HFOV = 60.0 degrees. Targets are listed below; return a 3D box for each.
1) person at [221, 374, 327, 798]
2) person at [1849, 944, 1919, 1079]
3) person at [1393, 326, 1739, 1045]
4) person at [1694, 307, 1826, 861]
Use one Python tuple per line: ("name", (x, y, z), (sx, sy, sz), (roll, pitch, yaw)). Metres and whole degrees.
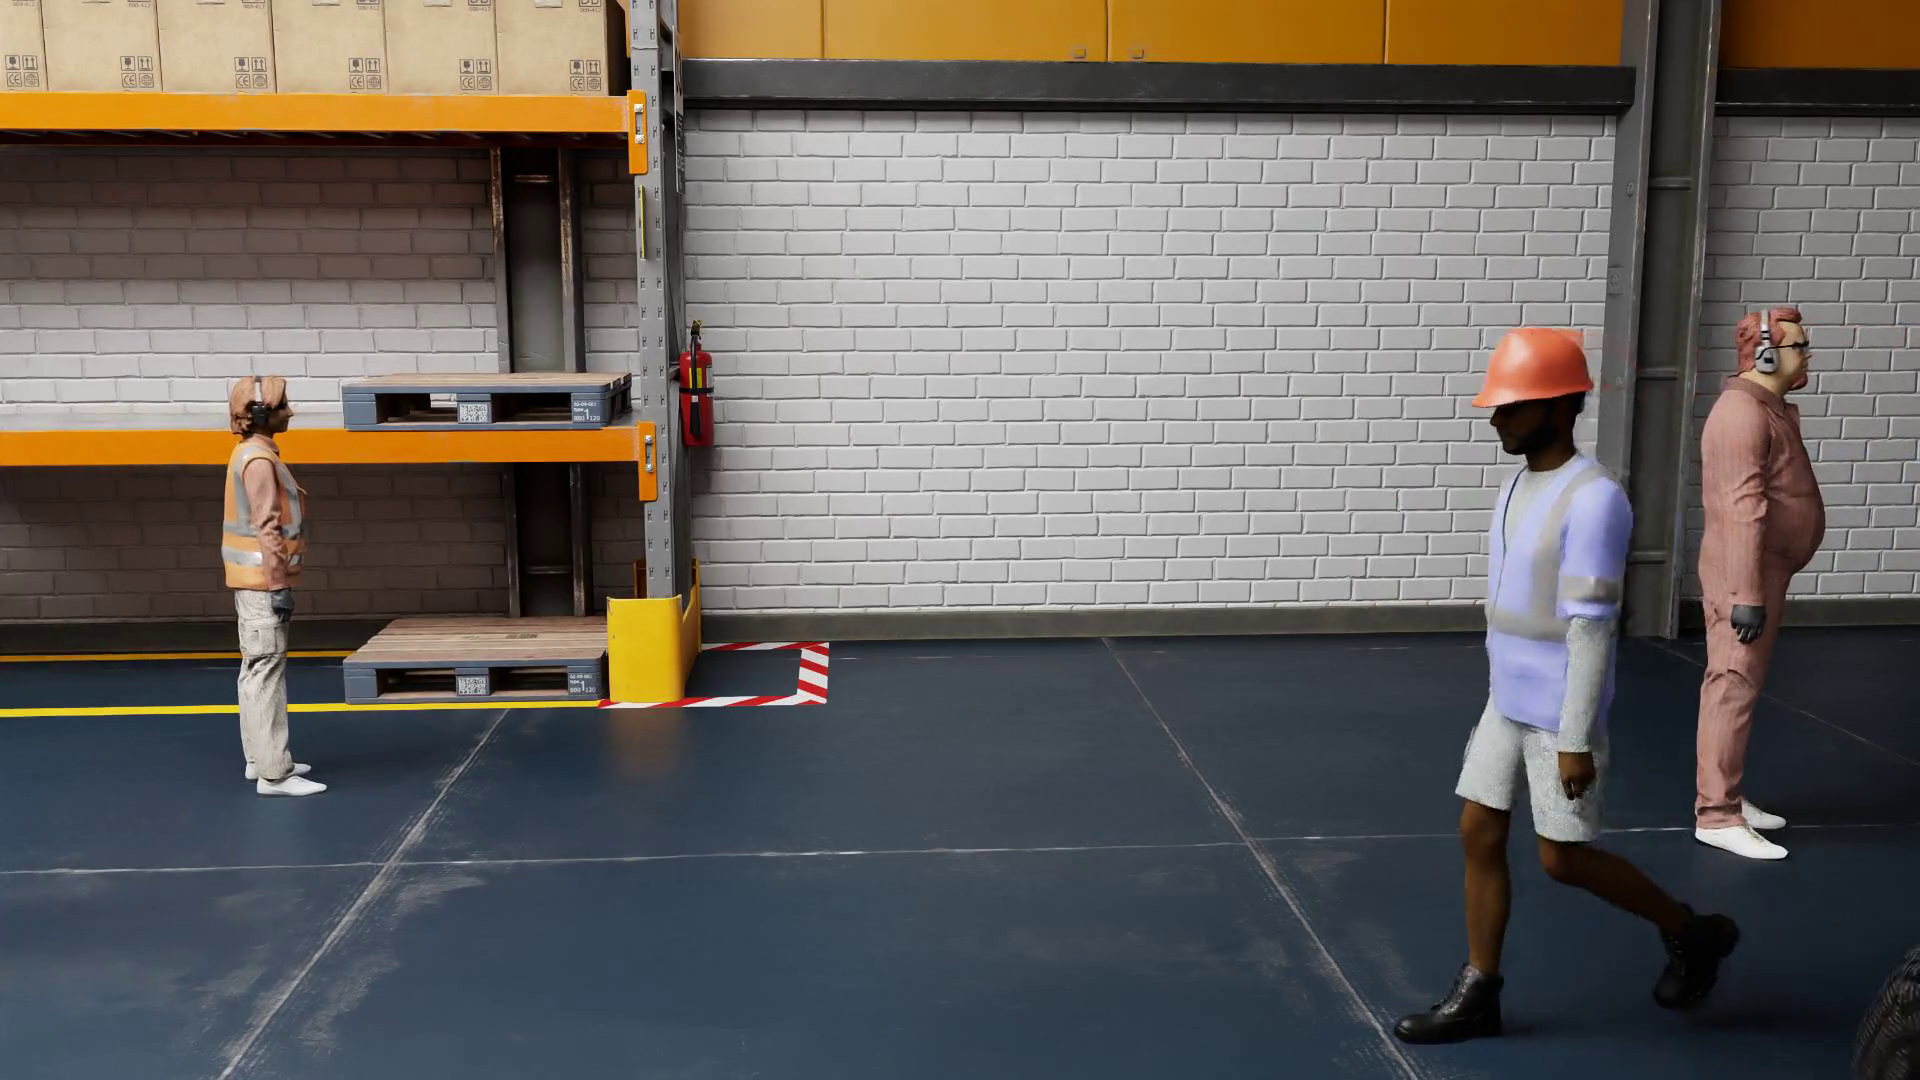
("person", (-2.703, 0.177, 6.494), (0.313, 1.642, 0.513), (-5, 10, -28))
("person", (0.864, 0.870, 1.083), (0.656, 1.974, 0.522), (4, 10, 25))
("person", (1.599, 0.400, 4.310), (0.815, 1.907, 0.545), (-1, 9, -8))
("person", (2.810, 0.142, 5.872), (0.407, 1.913, 0.641), (4, 10, 26))
